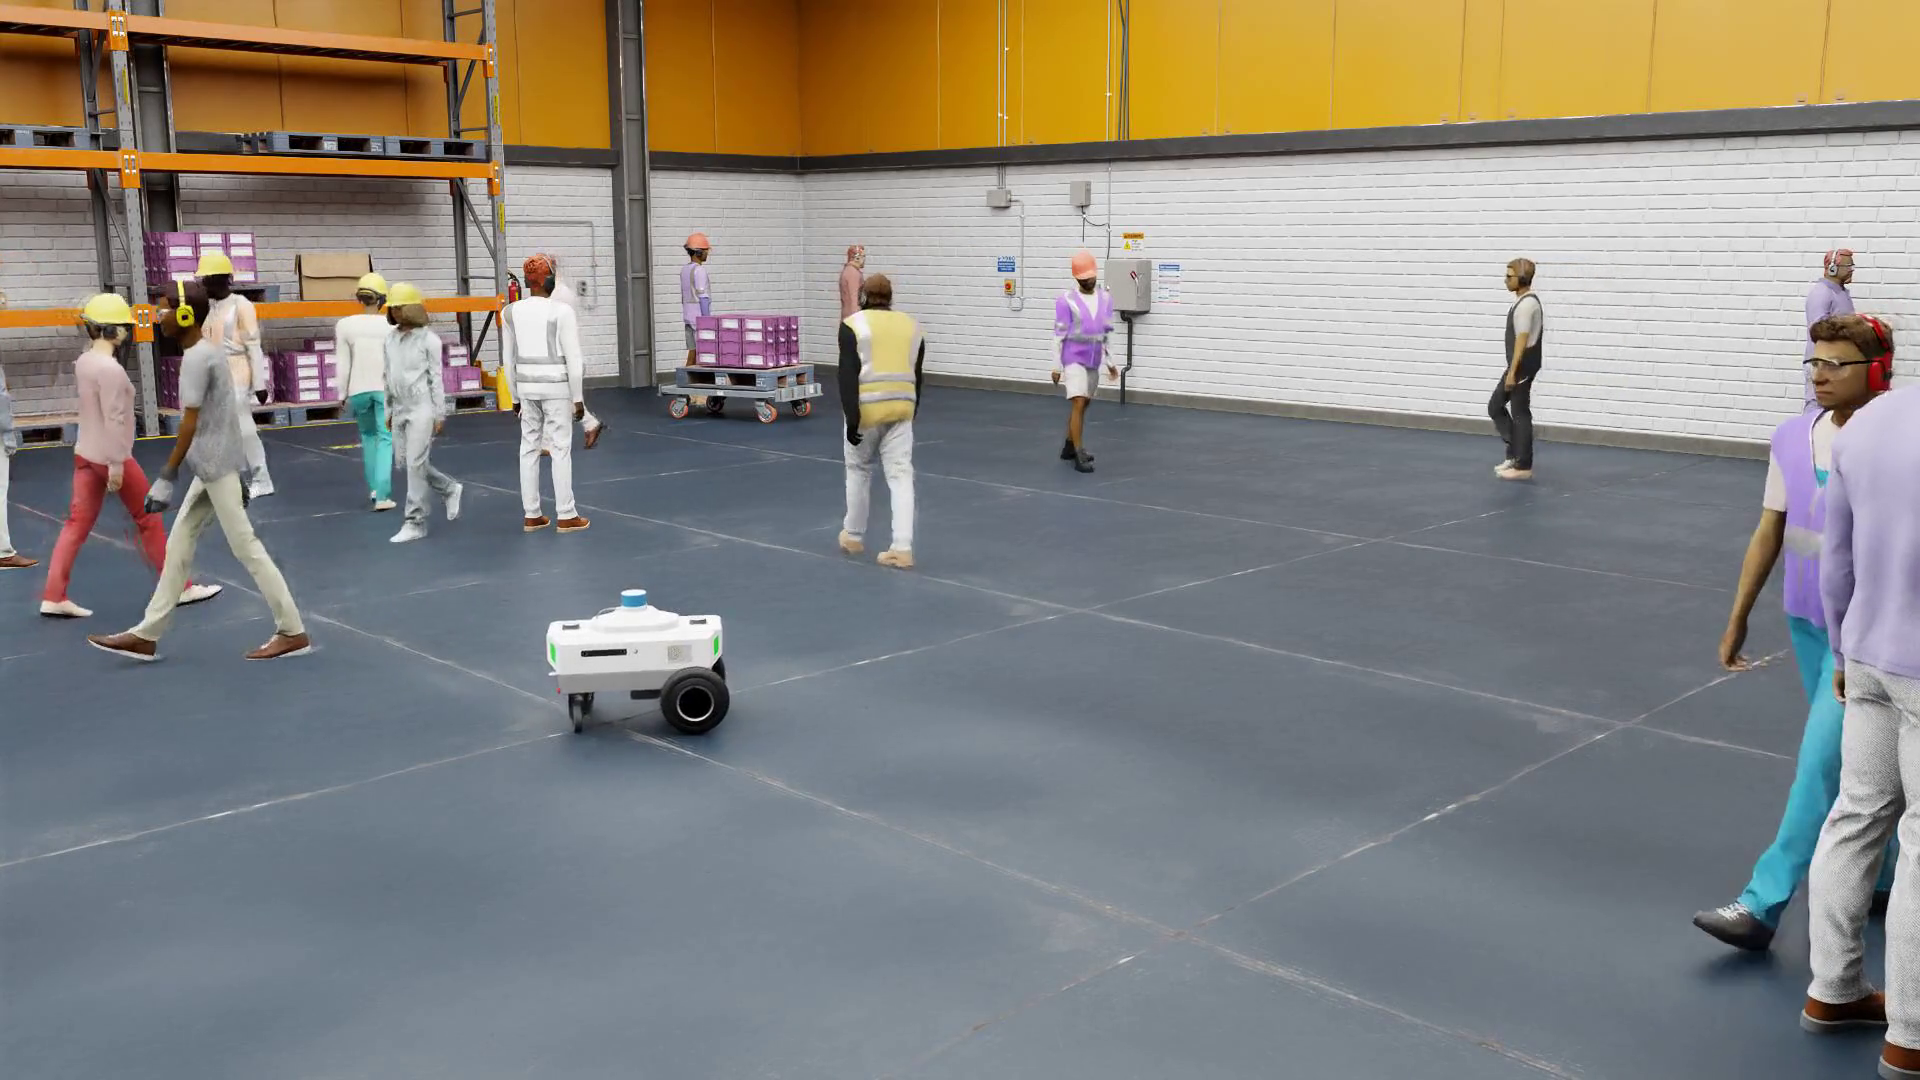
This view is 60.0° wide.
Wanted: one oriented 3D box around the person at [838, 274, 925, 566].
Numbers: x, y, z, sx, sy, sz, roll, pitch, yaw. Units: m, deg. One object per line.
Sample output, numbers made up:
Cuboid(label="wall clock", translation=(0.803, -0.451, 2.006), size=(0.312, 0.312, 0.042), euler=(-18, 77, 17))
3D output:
Cuboid(label="person", translation=(-0.510, -0.753, 10.385), size=(0.638, 1.775, 0.929), euler=(-6, 12, -28))

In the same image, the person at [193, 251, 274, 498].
Cuboid(label="person", translation=(-5.601, -1.214, 12.554), size=(0.603, 1.893, 0.852), euler=(9, 13, 39))

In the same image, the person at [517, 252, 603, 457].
Cuboid(label="person", translation=(-3.723, -1.721, 15.403), size=(0.867, 1.879, 0.655), euler=(-8, 13, -36))

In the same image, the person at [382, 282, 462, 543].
Cuboid(label="person", translation=(-3.625, -0.874, 11.187), size=(0.485, 1.720, 0.672), euler=(5, 12, 27))

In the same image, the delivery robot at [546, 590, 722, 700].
Cuboid(label="delivery robot", translation=(-1.345, 0.451, 6.886), size=(0.707, 0.478, 0.477), euler=(-2, 10, -10))

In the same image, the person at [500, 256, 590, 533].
Cuboid(label="person", translation=(-2.825, -0.984, 11.346), size=(0.575, 1.882, 0.355), euler=(3, 11, 16))

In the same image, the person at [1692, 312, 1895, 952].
Cuboid(label="person", translation=(2.434, 0.268, 4.732), size=(0.933, 1.796, 0.601), euler=(-3, 11, -17))

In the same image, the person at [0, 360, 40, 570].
Cuboid(label="person", translation=(-5.919, -0.635, 10.113), size=(0.498, 1.634, 0.278), euler=(6, 12, 29))

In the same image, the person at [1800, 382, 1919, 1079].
Cuboid(label="person", translation=(2.333, 0.332, 4.010), size=(0.353, 1.937, 0.635), euler=(-2, 11, -11))

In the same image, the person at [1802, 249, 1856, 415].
Cuboid(label="person", translation=(7.302, -1.476, 13.961), size=(0.410, 1.909, 0.642), euler=(8, 13, 38))

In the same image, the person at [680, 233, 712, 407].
Cuboid(label="person", translation=(-3.083, -2.592, 19.666), size=(0.366, 2.047, 0.607), euler=(-6, 12, -31))

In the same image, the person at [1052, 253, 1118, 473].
Cuboid(label="person", translation=(1.059, -1.558, 14.514), size=(0.589, 1.889, 0.837), euler=(-7, 12, -33))

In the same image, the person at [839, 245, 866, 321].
Cuboid(label="person", translation=(-1.320, -2.800, 21.205), size=(0.415, 1.898, 0.666), euler=(-2, 11, -12))

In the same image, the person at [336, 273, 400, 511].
Cuboid(label="person", translation=(-4.311, -1.103, 12.374), size=(0.541, 1.744, 0.682), euler=(0, 10, 0))

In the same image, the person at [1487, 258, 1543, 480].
Cuboid(label="person", translation=(4.580, -1.403, 13.740), size=(0.466, 1.832, 0.519), euler=(3, 11, 15))

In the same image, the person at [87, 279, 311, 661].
Cuboid(label="person", translation=(-3.595, -0.299, 7.799), size=(0.992, 1.816, 0.511), euler=(-5, 12, -25))

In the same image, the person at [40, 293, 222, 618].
Cuboid(label="person", translation=(-4.518, -0.448, 8.859), size=(0.536, 1.714, 0.908), euler=(9, 14, 40))
